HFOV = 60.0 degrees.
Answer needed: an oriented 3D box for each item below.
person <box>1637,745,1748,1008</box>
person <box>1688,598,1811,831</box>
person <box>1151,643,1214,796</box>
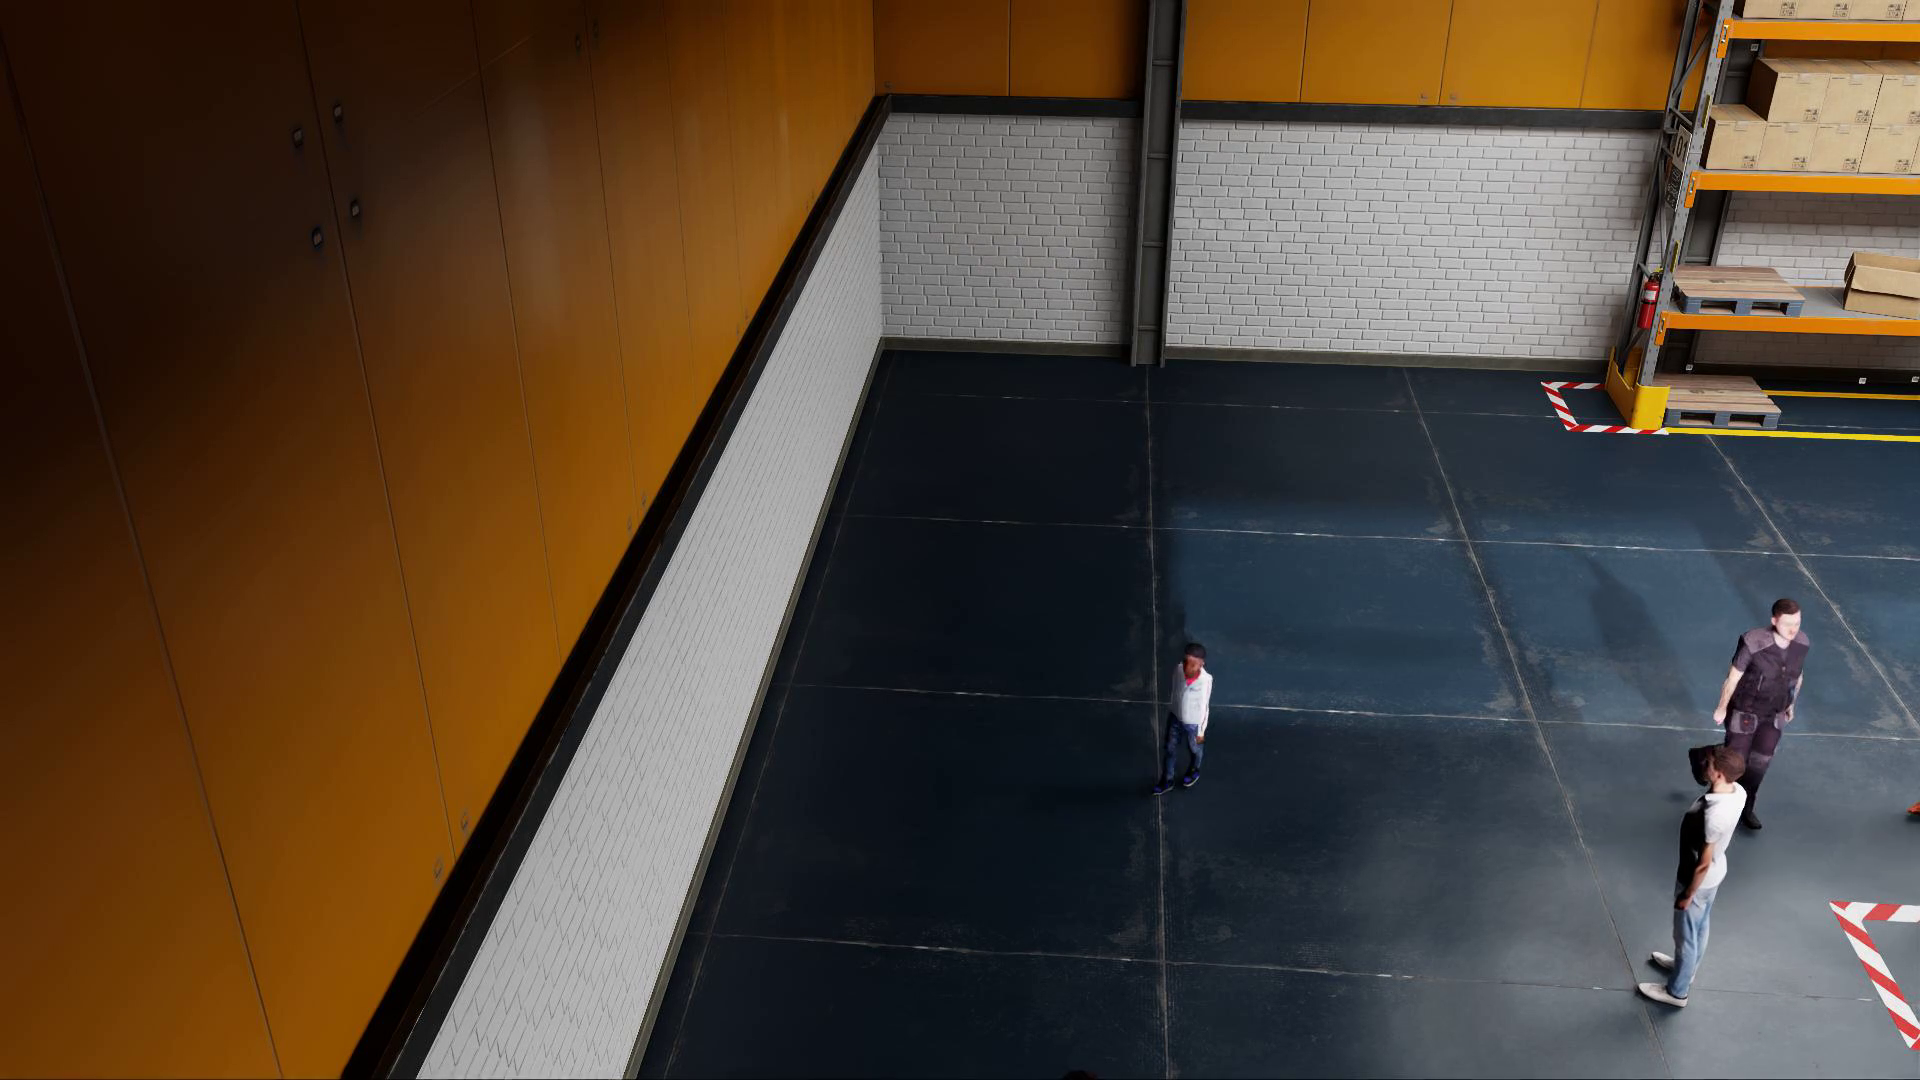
[{"bbox_3d":[4.531,2.047,10.156,0.755,1.850,0.736,22,36,35],"label":"person"},{"bbox_3d":[5.598,1.158,11.809,0.960,1.829,0.960,-6,29,-11],"label":"person"},{"bbox_3d":[1.713,1.265,12.224,0.740,1.242,0.754,20,34,32],"label":"person"}]
